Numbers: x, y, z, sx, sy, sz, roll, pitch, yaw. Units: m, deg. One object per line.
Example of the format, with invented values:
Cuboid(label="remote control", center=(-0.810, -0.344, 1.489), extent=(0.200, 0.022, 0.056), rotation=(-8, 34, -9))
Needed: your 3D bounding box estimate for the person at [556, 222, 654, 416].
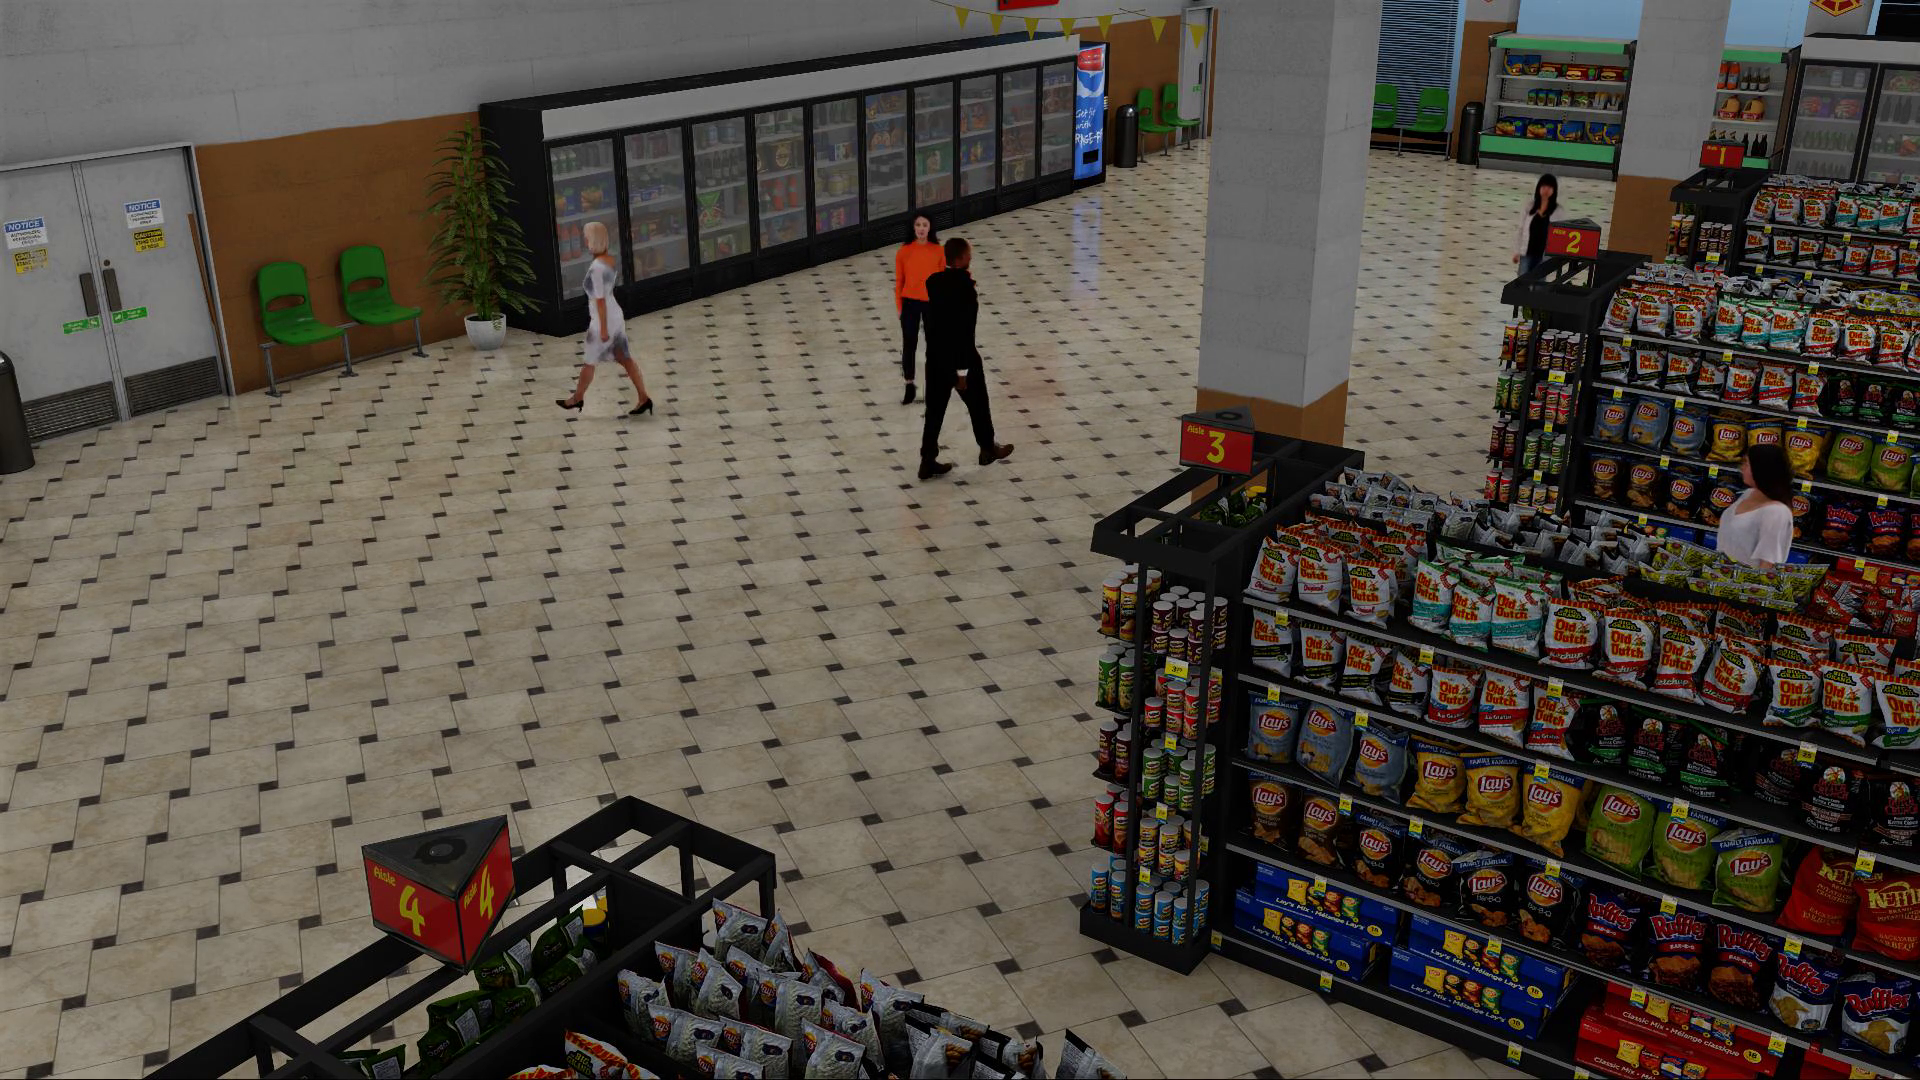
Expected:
Cuboid(label="person", center=(-2.968, -1.848, 14.340), extent=(1.172, 1.696, 0.901), rotation=(4, 22, 9))

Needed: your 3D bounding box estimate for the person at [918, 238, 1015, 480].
Cuboid(label="person", center=(-0.139, -1.378, 12.934), extent=(1.093, 1.873, 0.878), rotation=(20, 29, 40))

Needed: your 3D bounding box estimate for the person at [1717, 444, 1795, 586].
Cuboid(label="person", center=(4.336, 0.261, 9.113), extent=(0.762, 1.681, 0.771), rotation=(4, 22, 11))

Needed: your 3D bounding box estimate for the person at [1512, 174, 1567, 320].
Cuboid(label="person", center=(6.002, -2.986, 17.259), extent=(0.634, 1.633, 0.748), rotation=(10, 24, 24))

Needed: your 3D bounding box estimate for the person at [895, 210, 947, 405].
Cuboid(label="person", center=(-0.352, -2.082, 14.854), extent=(0.686, 1.748, 0.779), rotation=(1, 22, 3))
